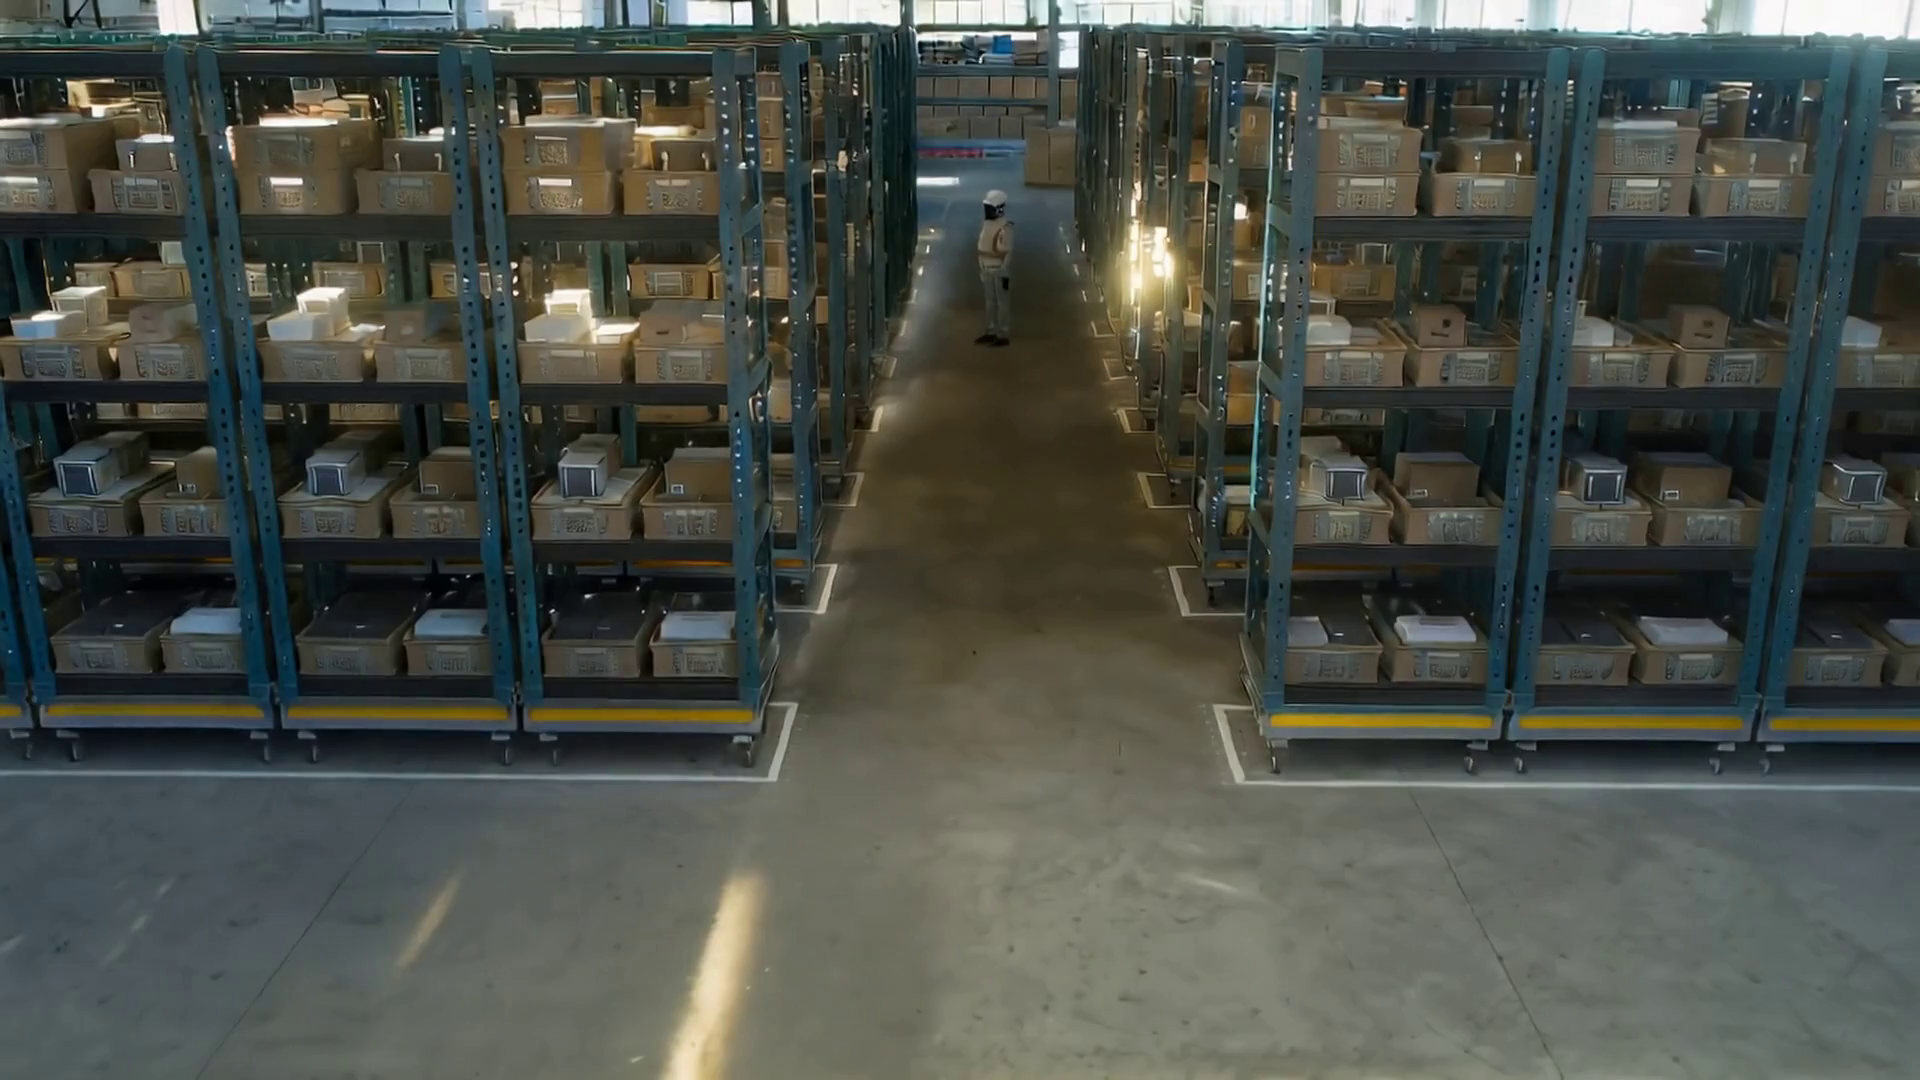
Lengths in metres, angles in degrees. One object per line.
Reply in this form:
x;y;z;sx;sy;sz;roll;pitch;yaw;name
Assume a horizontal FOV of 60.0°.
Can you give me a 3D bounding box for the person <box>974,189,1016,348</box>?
0.404;-3.178;19.487;0.403;1.833;0.590;-11;21;-32;person
